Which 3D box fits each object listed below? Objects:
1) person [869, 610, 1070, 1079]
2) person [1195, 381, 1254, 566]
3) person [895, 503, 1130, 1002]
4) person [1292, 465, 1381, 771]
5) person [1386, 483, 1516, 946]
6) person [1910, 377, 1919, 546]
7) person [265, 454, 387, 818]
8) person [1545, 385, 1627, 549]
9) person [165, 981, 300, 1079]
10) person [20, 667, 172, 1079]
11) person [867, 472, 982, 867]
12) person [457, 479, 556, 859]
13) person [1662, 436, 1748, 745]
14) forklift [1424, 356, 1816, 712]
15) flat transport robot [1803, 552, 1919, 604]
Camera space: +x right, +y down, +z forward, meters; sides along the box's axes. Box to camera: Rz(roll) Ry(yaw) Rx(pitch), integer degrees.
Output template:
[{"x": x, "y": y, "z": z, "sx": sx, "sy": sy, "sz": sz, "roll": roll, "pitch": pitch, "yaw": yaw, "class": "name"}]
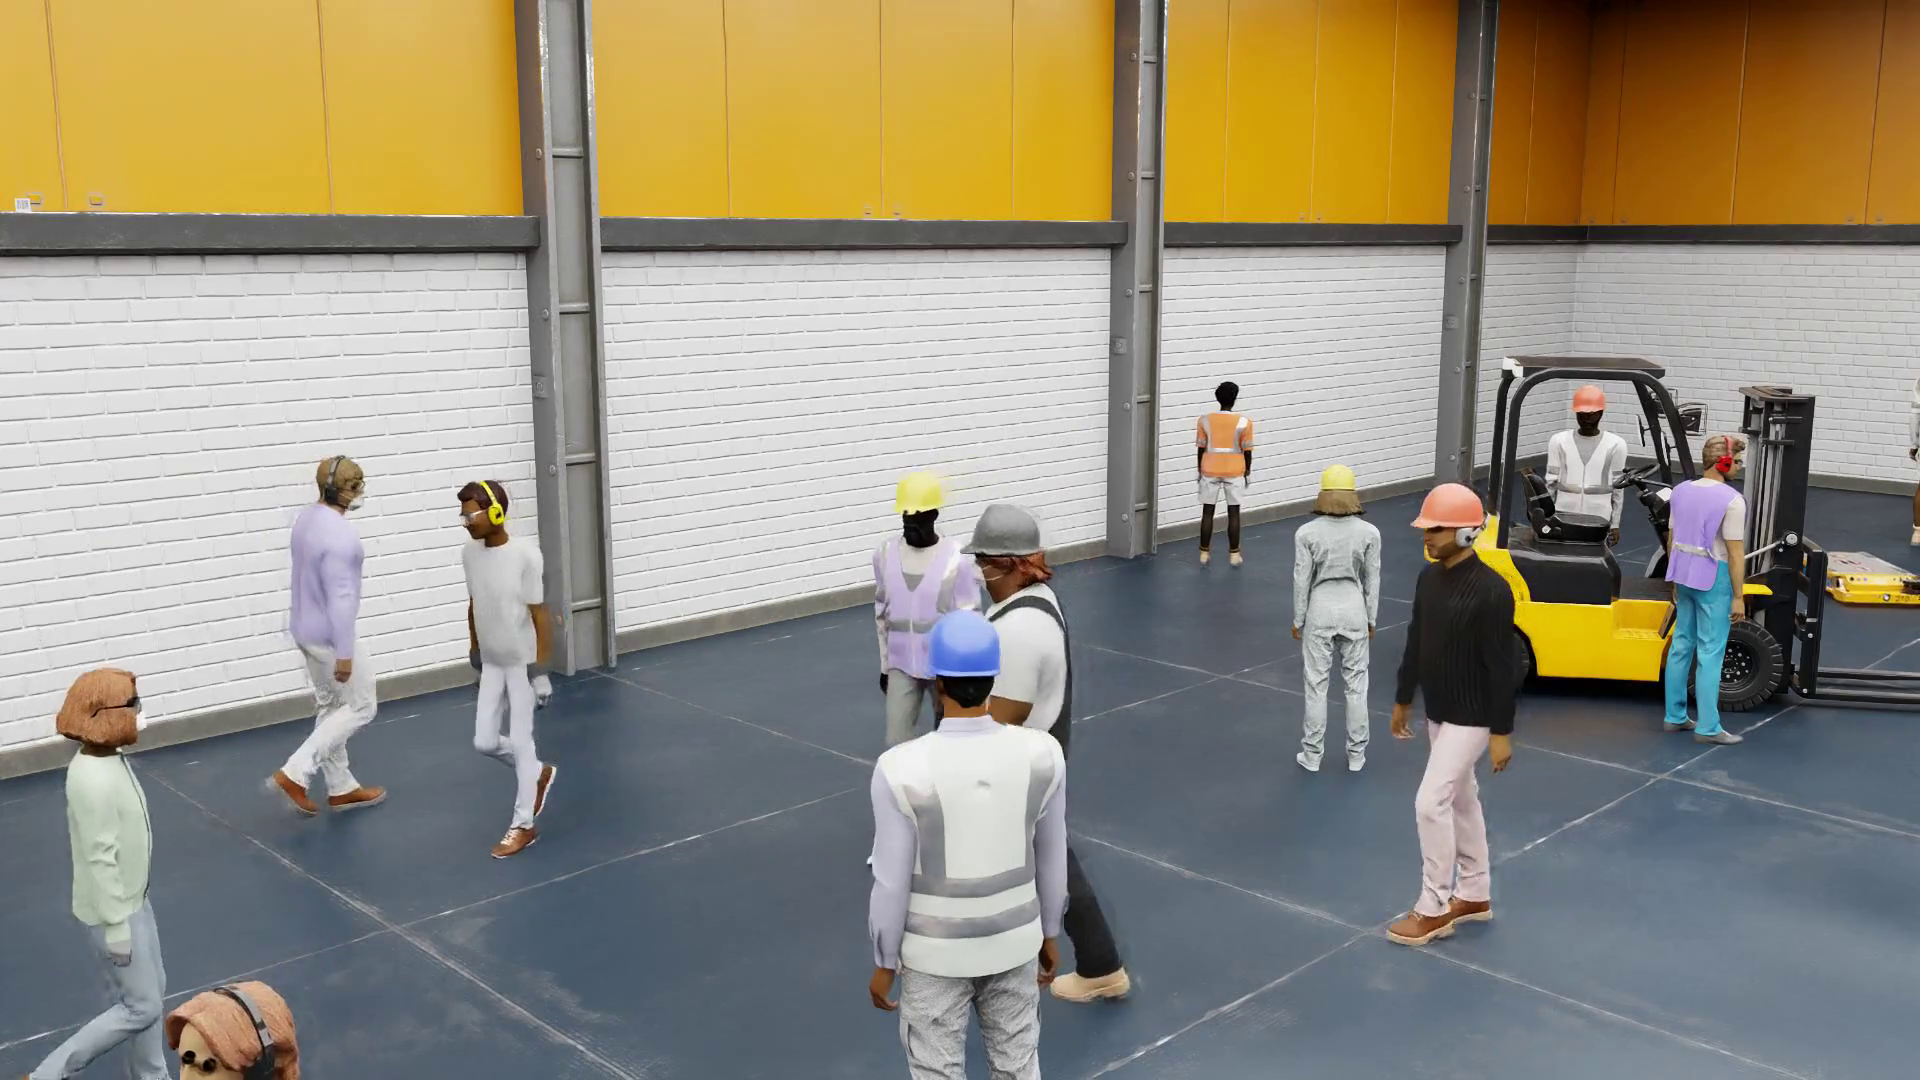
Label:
[{"x": 0.022, "y": 1.164, "z": 4.851, "sx": 0.615, "sy": 1.945, "sz": 0.404, "roll": -4, "pitch": 11, "yaw": -21, "class": "person"}, {"x": 2.412, "y": -0.603, "z": 15.202, "sx": 0.535, "sy": 1.689, "sz": 0.319, "roll": 3, "pitch": 11, "yaw": 15, "class": "person"}, {"x": 0.219, "y": 0.810, "z": 6.524, "sx": 1.008, "sy": 2.000, "sz": 0.692, "roll": 1, "pitch": 10, "yaw": 6, "class": "person"}, {"x": 2.107, "y": 0.442, "z": 9.369, "sx": 0.484, "sy": 1.735, "sz": 0.311, "roll": 1, "pitch": 10, "yaw": 3, "class": "person"}, {"x": 2.043, "y": 0.738, "z": 7.111, "sx": 0.742, "sy": 1.964, "sz": 0.651, "roll": -2, "pitch": 11, "yaw": -13, "class": "person"}, {"x": 9.487, "y": -0.933, "z": 16.044, "sx": 0.394, "sy": 2.038, "sz": 0.605, "roll": -7, "pitch": 12, "yaw": -32, "class": "person"}, {"x": -3.262, "y": 0.513, "z": 8.498, "sx": 0.557, "sy": 1.913, "sz": 0.654, "roll": -9, "pitch": 14, "yaw": -40, "class": "person"}, {"x": 4.530, "y": -0.161, "z": 12.102, "sx": 0.547, "sy": 1.937, "sz": 0.379, "roll": 5, "pitch": 11, "yaw": 24, "class": "person"}, {"x": -1.367, "y": 1.629, "z": 3.264, "sx": 0.533, "sy": 1.596, "sz": 0.867, "roll": 7, "pitch": 12, "yaw": 33, "class": "person"}, {"x": -2.811, "y": 1.211, "z": 5.464, "sx": 0.527, "sy": 1.620, "sz": 0.512, "roll": -4, "pitch": 11, "yaw": -20, "class": "person"}, {"x": -0.155, "y": 0.589, "z": 8.186, "sx": 0.603, "sy": 1.882, "sz": 0.979, "roll": 4, "pitch": 11, "yaw": 23, "class": "person"}, {"x": -2.178, "y": 0.603, "z": 8.179, "sx": 0.552, "sy": 1.847, "sz": 0.522, "roll": 4, "pitch": 11, "yaw": 22, "class": "person"}, {"x": 4.417, "y": 0.296, "z": 9.884, "sx": 0.388, "sy": 1.837, "sz": 0.564, "roll": -3, "pitch": 11, "yaw": -18, "class": "person"}, {"x": 4.276, "y": -0.101, "z": 11.076, "sx": 2.313, "sy": 2.155, "sz": 1.214, "roll": 2, "pitch": 11, "yaw": 13, "class": "forklift"}, {"x": 7.590, "y": 0.296, "z": 14.157, "sx": 0.652, "sy": 0.197, "sz": 1.431, "roll": 1, "pitch": 10, "yaw": 7, "class": "flat transport robot"}]
